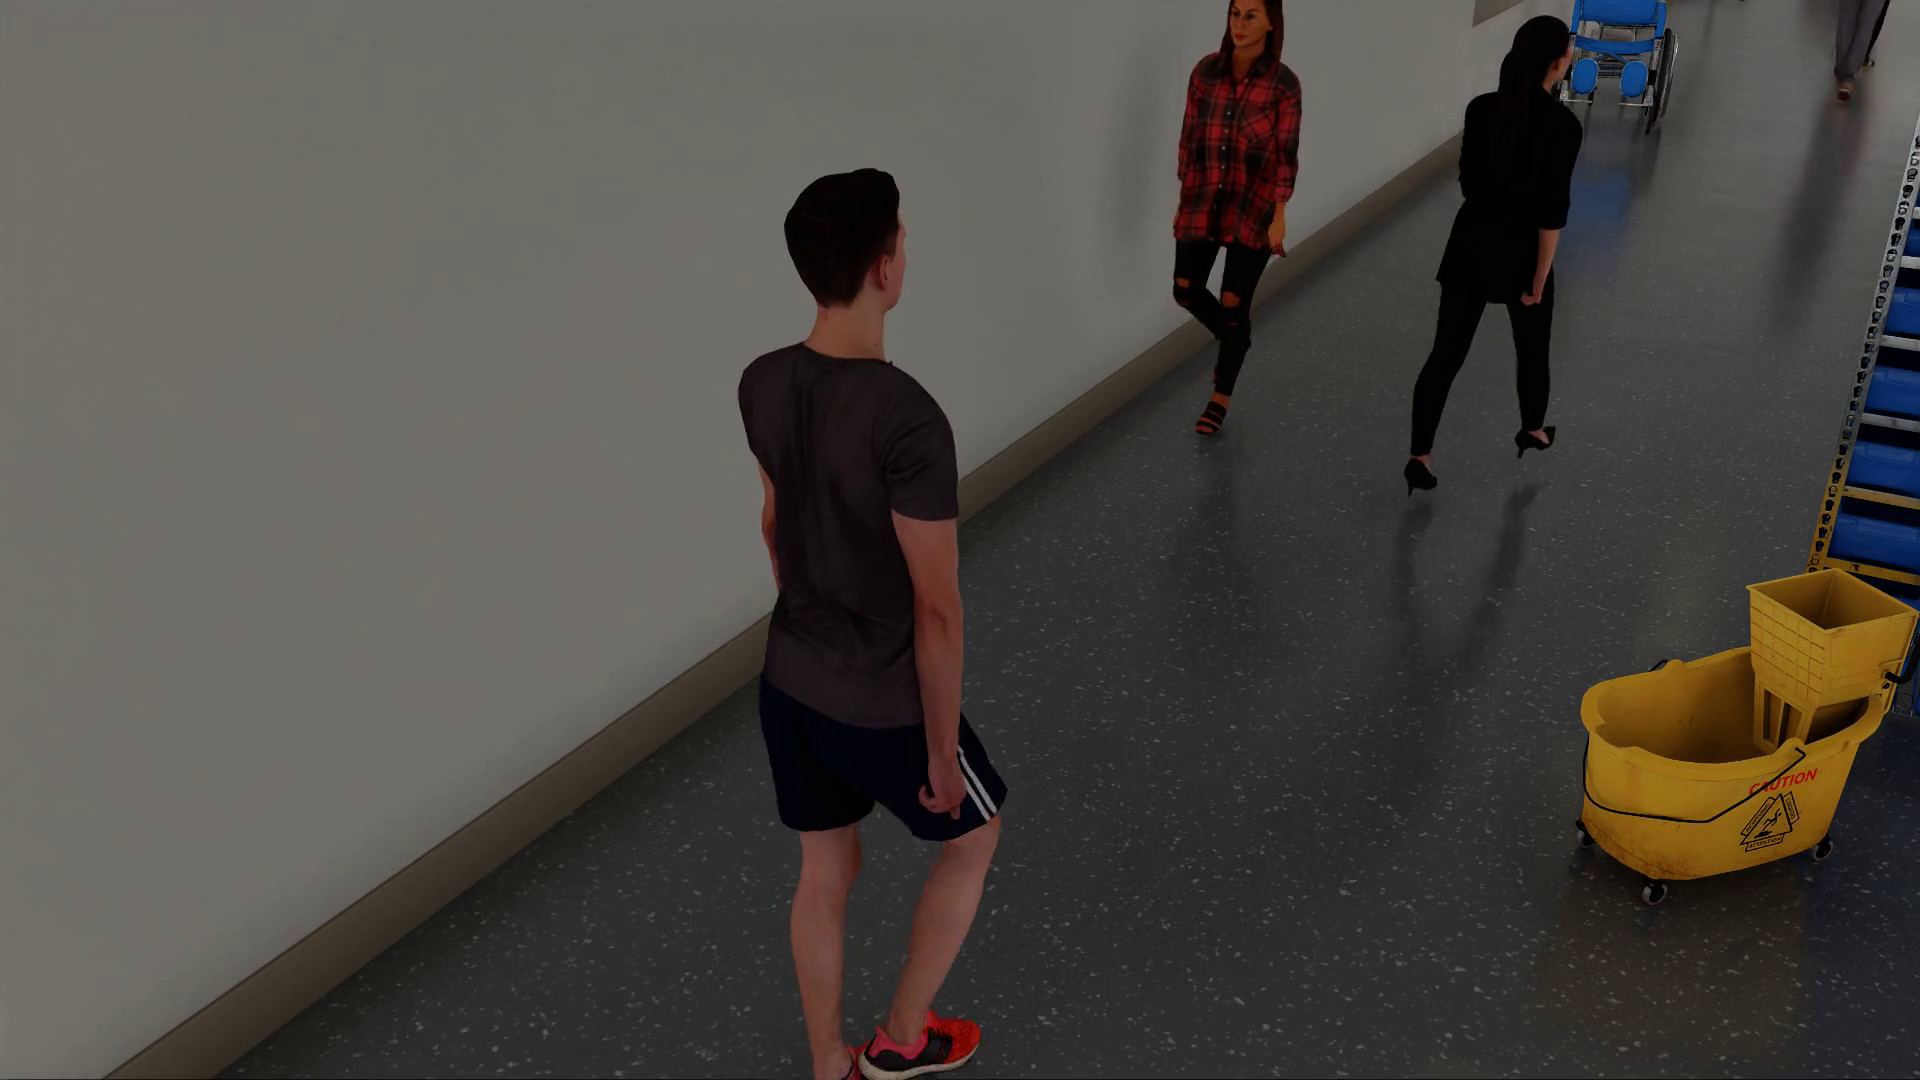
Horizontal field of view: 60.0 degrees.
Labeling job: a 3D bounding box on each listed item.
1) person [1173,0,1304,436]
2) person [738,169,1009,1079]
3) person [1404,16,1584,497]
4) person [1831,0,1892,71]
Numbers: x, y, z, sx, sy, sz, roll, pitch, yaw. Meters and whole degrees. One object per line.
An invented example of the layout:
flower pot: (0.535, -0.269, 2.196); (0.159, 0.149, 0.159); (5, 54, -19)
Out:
person: (1.055, -1.246, 6.299); (0.665, 1.691, 0.682); (15, 29, 28)
person: (-0.233, 0.307, 2.908); (0.648, 1.839, 0.798); (20, 32, 35)
person: (1.775, -0.896, 5.666); (0.851, 1.609, 1.064); (-23, 34, -40)
person: (7.330, -4.562, 13.348); (0.744, 1.539, 0.714); (-19, 32, -34)
